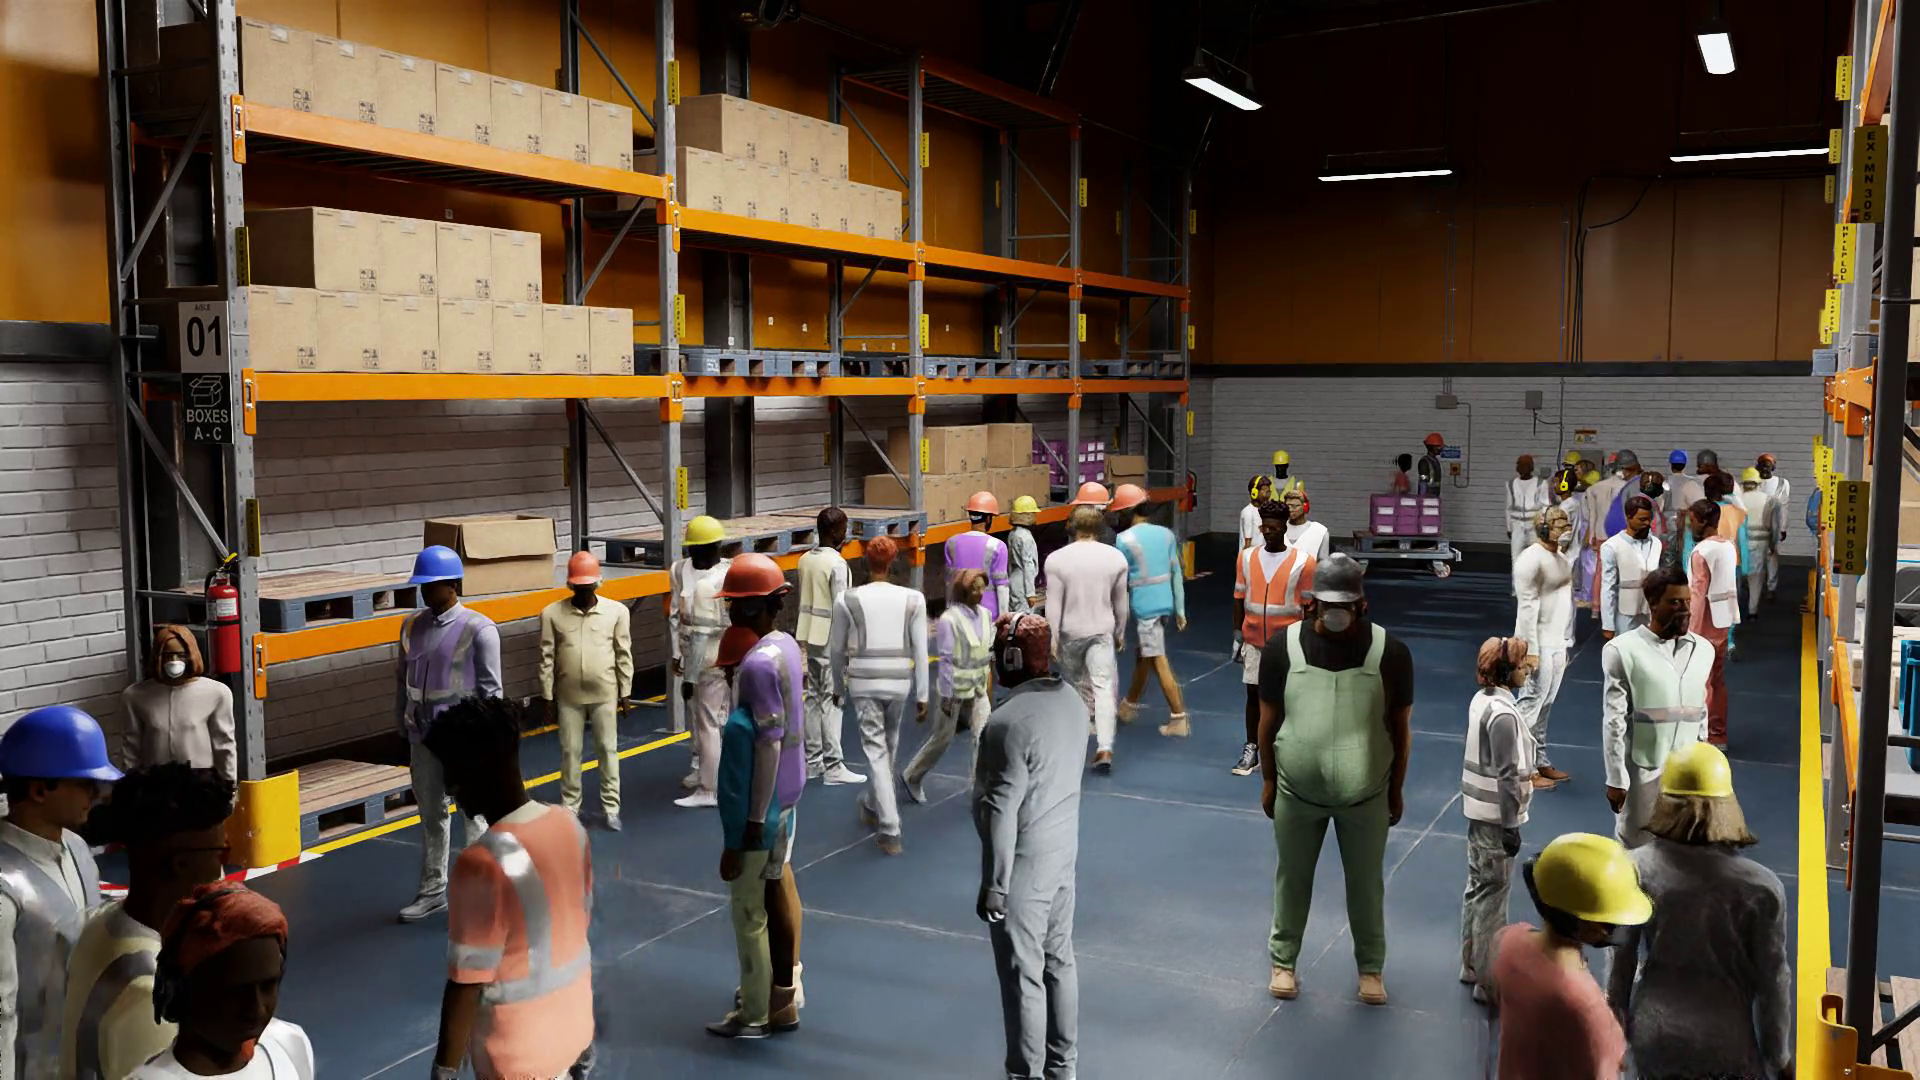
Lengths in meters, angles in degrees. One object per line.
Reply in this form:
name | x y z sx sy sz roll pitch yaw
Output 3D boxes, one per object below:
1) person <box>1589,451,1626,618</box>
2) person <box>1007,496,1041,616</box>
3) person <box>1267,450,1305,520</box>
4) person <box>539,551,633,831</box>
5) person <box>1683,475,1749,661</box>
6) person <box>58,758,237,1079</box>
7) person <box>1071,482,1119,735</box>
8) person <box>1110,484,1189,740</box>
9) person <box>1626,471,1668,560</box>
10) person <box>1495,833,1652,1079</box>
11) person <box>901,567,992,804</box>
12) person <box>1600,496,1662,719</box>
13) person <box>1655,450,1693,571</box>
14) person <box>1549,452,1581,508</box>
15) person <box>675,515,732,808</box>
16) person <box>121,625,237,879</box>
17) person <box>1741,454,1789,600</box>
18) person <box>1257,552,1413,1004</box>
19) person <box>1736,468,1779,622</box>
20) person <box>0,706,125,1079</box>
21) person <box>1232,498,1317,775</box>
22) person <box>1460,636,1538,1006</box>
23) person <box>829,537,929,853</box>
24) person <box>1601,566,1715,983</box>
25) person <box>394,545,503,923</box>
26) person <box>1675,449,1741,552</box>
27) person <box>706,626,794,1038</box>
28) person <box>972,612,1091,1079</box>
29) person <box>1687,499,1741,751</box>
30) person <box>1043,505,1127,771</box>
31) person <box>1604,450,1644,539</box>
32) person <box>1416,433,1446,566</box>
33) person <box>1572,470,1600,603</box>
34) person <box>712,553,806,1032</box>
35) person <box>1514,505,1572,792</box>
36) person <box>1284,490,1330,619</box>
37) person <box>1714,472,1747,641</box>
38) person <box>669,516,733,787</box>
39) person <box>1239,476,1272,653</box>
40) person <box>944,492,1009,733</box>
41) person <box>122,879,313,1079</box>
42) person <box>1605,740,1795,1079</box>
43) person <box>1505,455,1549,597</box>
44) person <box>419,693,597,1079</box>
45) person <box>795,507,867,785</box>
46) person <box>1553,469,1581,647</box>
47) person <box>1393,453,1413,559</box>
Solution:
person | 7.682 -0.046 19.495 0.408 1.984 0.617 -5 7 -43
person | 0.592 0.463 15.276 0.295 1.743 0.492 -2 6 -18
person | 4.093 -0.183 21.242 0.585 1.928 0.369 2 6 18
person | -2.302 0.932 10.245 0.568 1.741 0.354 -1 5 -11
person | 7.670 0.277 16.801 0.604 1.853 1.004 0 5 3
person | -1.793 1.442 3.617 0.553 1.947 0.624 -3 6 -30
person | 1.063 0.537 13.137 0.390 1.995 0.613 -2 6 -17
person | 1.430 0.552 13.082 0.612 1.971 1.002 -5 7 -43
person | 7.391 0.174 17.916 0.430 1.837 0.639 2 6 23
person | 1.403 1.520 4.018 0.554 1.723 0.571 -1 5 -7
person | -0.046 0.957 10.684 0.776 1.607 0.526 5 7 41
person | 5.190 0.607 12.884 0.598 1.907 0.408 -3 6 -28
person | 8.996 -0.158 20.861 0.602 1.949 0.390 0 5 3
person | 8.506 -0.314 23.161 0.404 1.831 0.600 -5 7 -40
person | -1.622 0.791 10.814 0.439 1.914 0.638 1 5 13
person | -3.706 1.208 7.912 0.503 1.629 0.285 -1 5 -14
person | 10.335 -0.171 21.400 0.579 1.879 0.370 3 6 32
person | 1.658 1.048 7.401 0.685 2.000 0.535 1 5 13
person | 9.248 0.054 19.471 0.595 1.790 0.918 2 6 23
person | -2.355 1.391 4.282 0.422 1.935 0.617 -1 5 -7
person | 2.191 0.689 11.656 0.603 1.966 0.367 3 6 28
person | 2.401 1.243 7.439 0.306 1.639 0.522 1 5 6
person | -0.508 0.899 10.057 0.575 1.832 0.957 -2 6 -18
person | 3.251 1.073 7.767 0.592 1.922 0.392 -2 6 -21
person | -2.617 0.994 8.473 0.614 1.947 0.388 2 6 21
person | 8.700 -0.068 19.408 0.697 2.000 0.540 1 5 14
person | -0.894 1.226 7.101 0.350 1.739 0.575 1 5 13
person | 0.246 1.218 6.336 0.402 1.902 0.640 3 6 28
person | 5.592 0.649 12.420 0.409 1.909 0.593 5 7 44
person | 0.917 0.694 12.039 0.642 1.894 1.028 -1 5 -8
person | 7.773 -0.066 19.391 0.535 2.000 0.717 1 5 9
person | 7.185 -0.614 25.348 0.405 2.037 0.610 4 7 37
person | 7.718 -0.007 20.455 0.516 1.722 0.431 2 6 21
person | -0.861 1.073 7.124 0.391 2.040 0.614 0 5 3
person | 3.998 0.728 11.388 0.370 1.941 0.627 4 7 39
person | 2.960 0.473 14.619 0.575 1.843 0.374 3 6 32
person | 8.138 0.192 17.767 0.430 1.831 0.634 5 7 44
person | -1.706 0.769 11.322 0.566 1.875 0.365 2 6 16
person | 2.968 0.283 16.649 0.350 1.856 0.519 2 6 22
person | 0.146 0.581 13.073 0.549 1.924 0.386 3 6 26
person | -1.313 1.538 2.967 0.360 1.884 0.574 1 5 11
person | 2.122 1.440 4.815 0.507 1.722 0.556 5 7 41
person | 7.446 -0.196 21.808 0.585 1.860 0.849 3 6 31
person | -1.117 1.371 4.544 0.782 1.932 0.609 0 5 5
person | -0.922 0.729 11.507 0.391 1.915 0.587 -4 6 -34
person | 6.350 0.194 17.496 0.329 1.872 0.511 3 6 30
person | 7.010 -0.529 26.301 0.366 1.686 0.534 2 6 17
